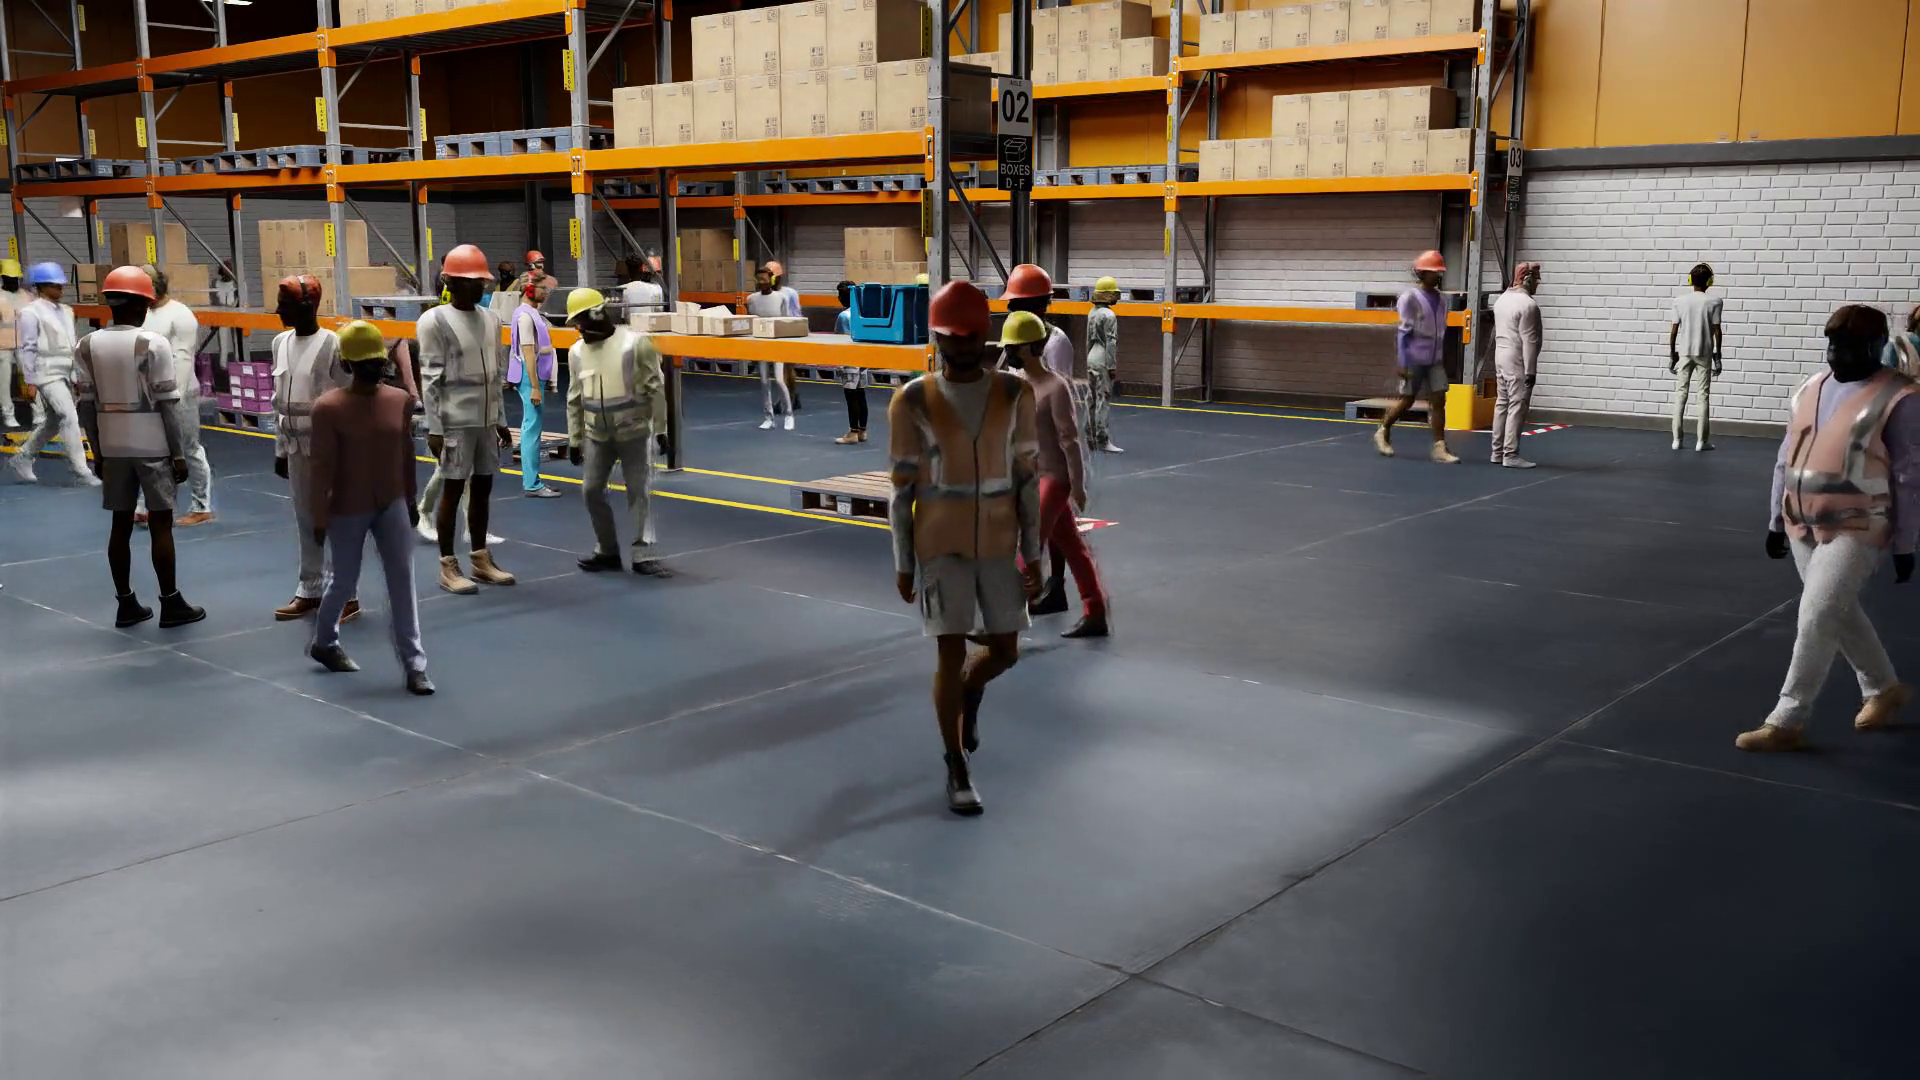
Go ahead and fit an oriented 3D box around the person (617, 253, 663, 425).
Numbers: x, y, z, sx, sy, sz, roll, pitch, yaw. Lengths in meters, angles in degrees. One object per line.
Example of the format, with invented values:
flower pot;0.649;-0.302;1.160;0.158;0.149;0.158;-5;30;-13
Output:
person;-3.651;-2.266;18.911;0.601;1.960;0.373;-5;11;-24

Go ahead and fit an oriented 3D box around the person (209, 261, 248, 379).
person;-11.378;-3.422;25.879;0.591;1.813;1.067;-3;10;-15

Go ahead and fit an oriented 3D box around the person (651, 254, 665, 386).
person;-3.904;-2.714;21.527;0.372;1.940;0.631;5;11;28

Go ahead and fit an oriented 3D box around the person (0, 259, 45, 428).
person;-10.564;-2.181;18.617;0.862;1.887;0.599;8;13;38

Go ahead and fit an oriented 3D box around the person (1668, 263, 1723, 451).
person;7.377;-1.829;16.678;0.521;1.874;0.327;8;13;37

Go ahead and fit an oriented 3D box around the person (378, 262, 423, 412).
person;-7.047;-2.492;20.517;1.012;1.853;0.644;7;12;35

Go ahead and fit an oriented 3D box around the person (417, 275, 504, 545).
person;-3.433;-0.874;11.278;0.539;1.855;0.588;4;11;24

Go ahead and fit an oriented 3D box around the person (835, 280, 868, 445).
person;-1.122;-1.832;17.201;0.319;1.693;0.533;4;11;20

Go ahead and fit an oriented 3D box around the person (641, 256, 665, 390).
person;-4.327;-3.083;23.689;0.602;1.919;0.390;-5;11;-25

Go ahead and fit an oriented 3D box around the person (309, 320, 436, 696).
person;-2.756;-0.168;7.687;0.893;1.707;0.579;9;14;43

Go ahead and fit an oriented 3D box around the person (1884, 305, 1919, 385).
person;7.375;-1.040;12.944;0.510;1.604;0.830;1;10;5

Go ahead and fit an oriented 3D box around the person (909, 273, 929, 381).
person;-0.344;-2.143;18.845;0.532;1.745;0.742;-9;13;-40

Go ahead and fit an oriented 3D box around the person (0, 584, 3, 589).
person;-5.931;-0.512;9.836;0.307;1.641;0.514;-7;12;-34

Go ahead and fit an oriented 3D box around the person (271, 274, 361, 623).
person;-3.484;-0.483;8.982;0.576;1.883;0.362;5;11;27

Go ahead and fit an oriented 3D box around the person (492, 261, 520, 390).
person;-6.425;-3.047;23.717;0.622;1.839;0.429;4;11;22

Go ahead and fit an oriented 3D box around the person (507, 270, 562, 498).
person;-3.484;-1.265;13.536;0.390;1.847;0.564;-3;10;-14

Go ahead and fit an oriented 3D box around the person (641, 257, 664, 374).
person;-3.778;-2.446;20.087;0.862;1.899;0.560;2;10;9

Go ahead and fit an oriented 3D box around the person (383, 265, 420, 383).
person;-8.243;-3.230;24.934;0.940;1.774;0.613;1;10;5

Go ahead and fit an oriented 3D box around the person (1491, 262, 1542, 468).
person;5.170;-1.610;15.378;0.401;1.895;0.653;-1;10;-8

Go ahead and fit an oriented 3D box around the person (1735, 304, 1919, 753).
person;3.611;-0.057;6.773;0.936;1.807;0.629;-3;10;-16

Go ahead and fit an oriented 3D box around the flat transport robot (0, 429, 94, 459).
flat transport robot;-8.616;-0.955;16.253;1.431;0.197;0.652;4;11;23

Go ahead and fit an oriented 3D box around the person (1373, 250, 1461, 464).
person;4.381;-1.750;15.844;0.622;2.012;0.963;-5;11;-27

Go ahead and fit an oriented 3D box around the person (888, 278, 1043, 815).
person;0.011;0.003;6.111;0.565;1.918;0.630;-3;10;-14

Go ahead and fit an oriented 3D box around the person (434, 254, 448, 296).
person;-8.862;-4.004;28.960;0.406;1.910;0.639;-8;13;-39

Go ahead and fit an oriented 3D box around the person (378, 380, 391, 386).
person;-8.539;-3.038;23.762;0.616;1.818;0.611;-1;10;-6

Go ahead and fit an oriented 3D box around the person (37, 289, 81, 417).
person;-10.798;-2.265;19.901;0.719;1.611;0.510;9;14;43

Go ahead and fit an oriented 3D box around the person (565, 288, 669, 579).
person;-2.110;-0.646;10.219;0.666;1.780;0.406;2;10;14

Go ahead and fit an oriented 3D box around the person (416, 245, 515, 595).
person;-2.878;-0.707;9.809;0.396;2.038;0.614;6;11;29

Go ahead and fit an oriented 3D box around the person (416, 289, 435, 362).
person;-9.037;-3.683;28.000;0.510;1.600;0.647;-6;12;-32

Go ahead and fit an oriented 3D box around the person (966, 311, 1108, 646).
person;0.411;-0.304;8.442;0.878;1.702;0.514;-4;11;-22

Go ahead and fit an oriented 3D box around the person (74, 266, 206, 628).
person;-4.377;-0.487;8.875;0.543;1.928;0.373;1;10;7

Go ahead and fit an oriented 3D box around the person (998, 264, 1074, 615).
person;0.402;-0.553;9.230;0.373;1.933;0.550;-5;11;-26

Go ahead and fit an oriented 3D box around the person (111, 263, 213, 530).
person;-5.741;-0.998;11.847;0.634;1.913;0.810;5;11;26

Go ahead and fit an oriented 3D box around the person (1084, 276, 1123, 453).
person;1.429;-1.741;16.541;0.312;1.744;0.487;-4;11;-21

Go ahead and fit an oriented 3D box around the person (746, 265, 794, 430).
person;-2.098;-2.131;18.514;0.546;1.842;0.445;2;10;11

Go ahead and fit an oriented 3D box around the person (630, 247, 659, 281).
person;-4.634;-3.412;25.207;0.539;2.000;0.689;6;12;32

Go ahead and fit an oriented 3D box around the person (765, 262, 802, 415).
person;-2.204;-2.486;20.488;0.563;1.864;0.961;5;11;25

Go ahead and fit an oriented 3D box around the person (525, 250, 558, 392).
person;-5.854;-3.027;23.159;0.384;1.990;0.609;6;12;31

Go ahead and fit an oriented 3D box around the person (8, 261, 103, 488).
person;-7.716;-1.391;14.067;0.905;1.920;0.615;1;10;5
